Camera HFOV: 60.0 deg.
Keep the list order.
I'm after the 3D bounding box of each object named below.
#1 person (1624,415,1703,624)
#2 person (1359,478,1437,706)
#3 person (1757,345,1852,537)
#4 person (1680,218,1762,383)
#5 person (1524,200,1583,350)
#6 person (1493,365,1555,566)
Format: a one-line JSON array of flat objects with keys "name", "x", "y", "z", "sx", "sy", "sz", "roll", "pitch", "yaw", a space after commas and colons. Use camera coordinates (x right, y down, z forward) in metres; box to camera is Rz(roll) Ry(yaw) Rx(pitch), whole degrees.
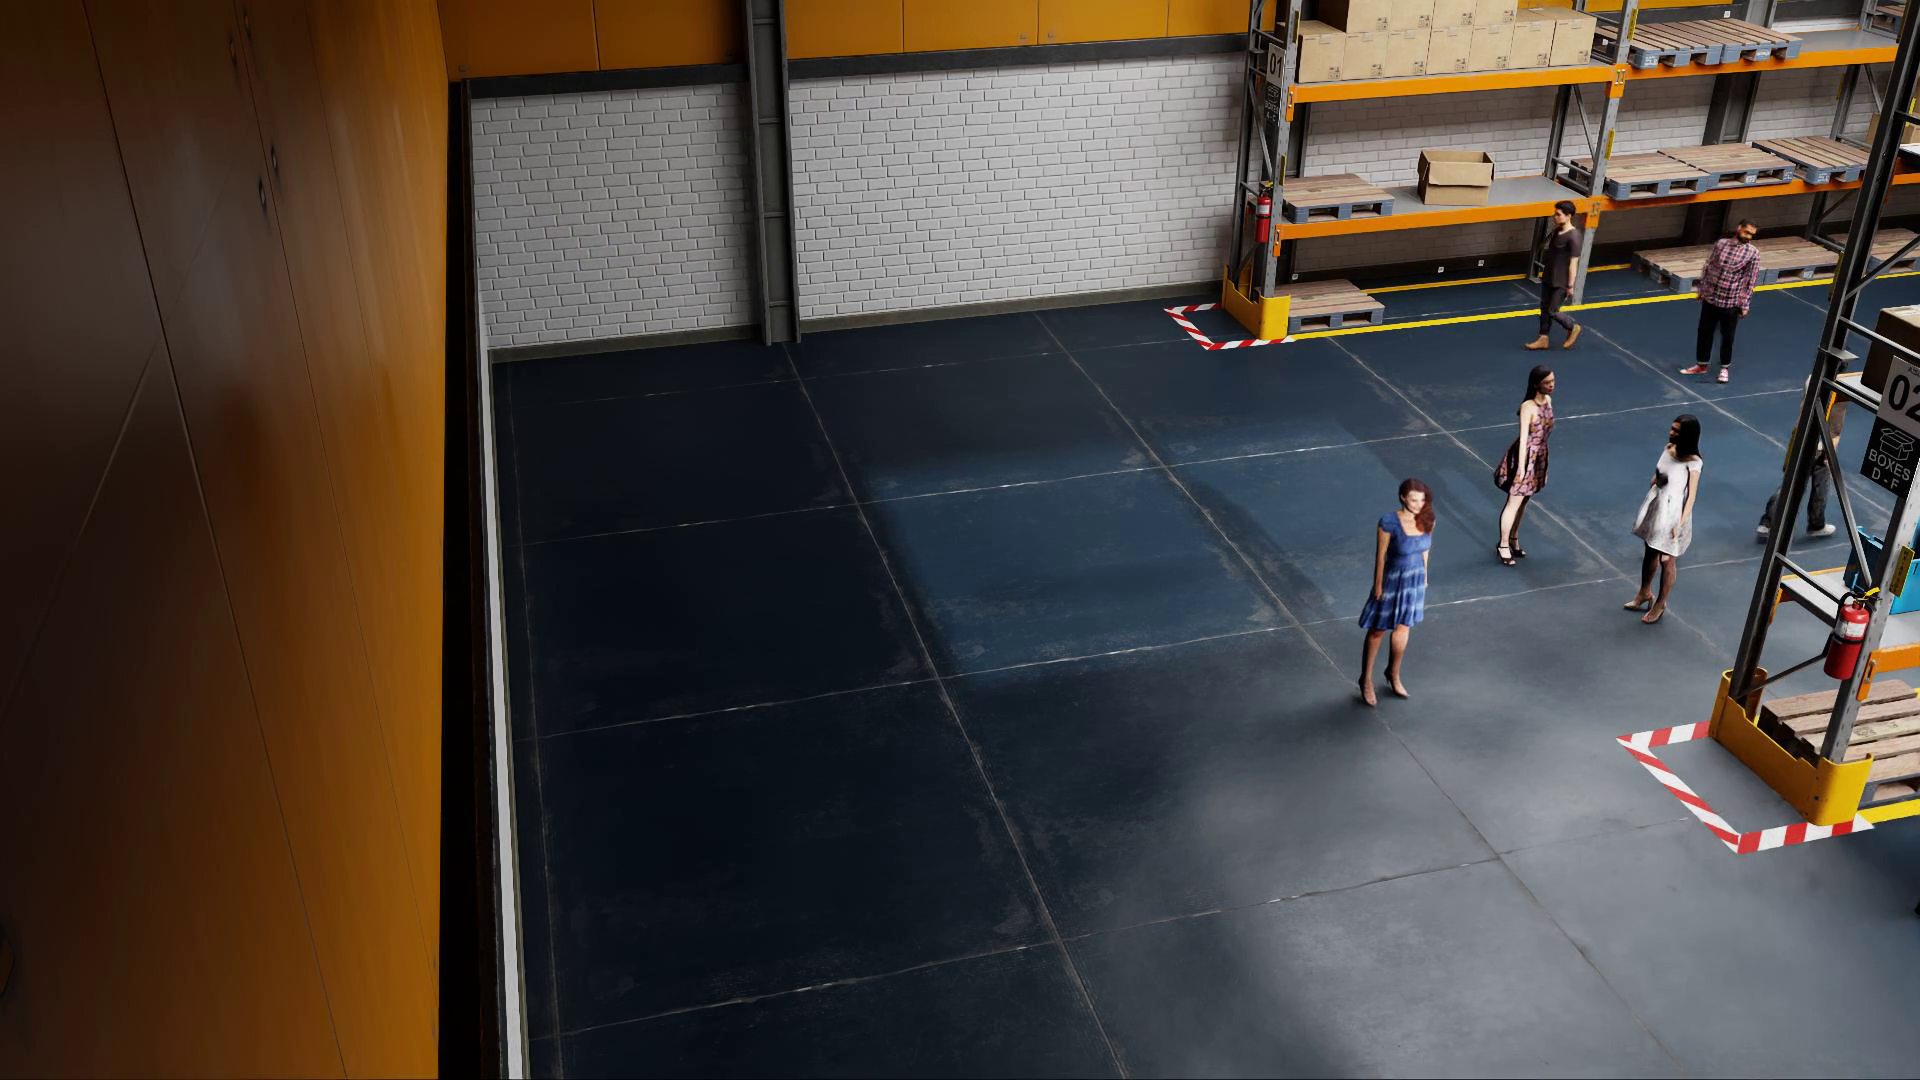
[{"name": "person", "x": 5.552, "y": -0.171, "z": 13.075, "sx": 0.608, "sy": 1.773, "sz": 0.629, "roll": -7, "pitch": 29, "yaw": -13}, {"name": "person", "x": 3.182, "y": 0.369, "z": 12.051, "sx": 0.559, "sy": 1.806, "sz": 0.760, "roll": -12, "pitch": 31, "yaw": -21}, {"name": "person", "x": 7.238, "y": -0.805, "z": 14.221, "sx": 0.988, "sy": 1.789, "sz": 0.688, "roll": -9, "pitch": 30, "yaw": -16}, {"name": "person", "x": 7.994, "y": -2.539, "z": 17.447, "sx": 0.773, "sy": 1.744, "sz": 0.808, "roll": -14, "pitch": 31, "yaw": -23}, {"name": "person", "x": 6.579, "y": -2.863, "z": 18.087, "sx": 0.836, "sy": 1.699, "sz": 0.675, "roll": -4, "pitch": 29, "yaw": -7}, {"name": "person", "x": 4.745, "y": -0.634, "z": 13.923, "sx": 0.856, "sy": 1.775, "sz": 0.777, "roll": 24, "pitch": 37, "yaw": 37}]
